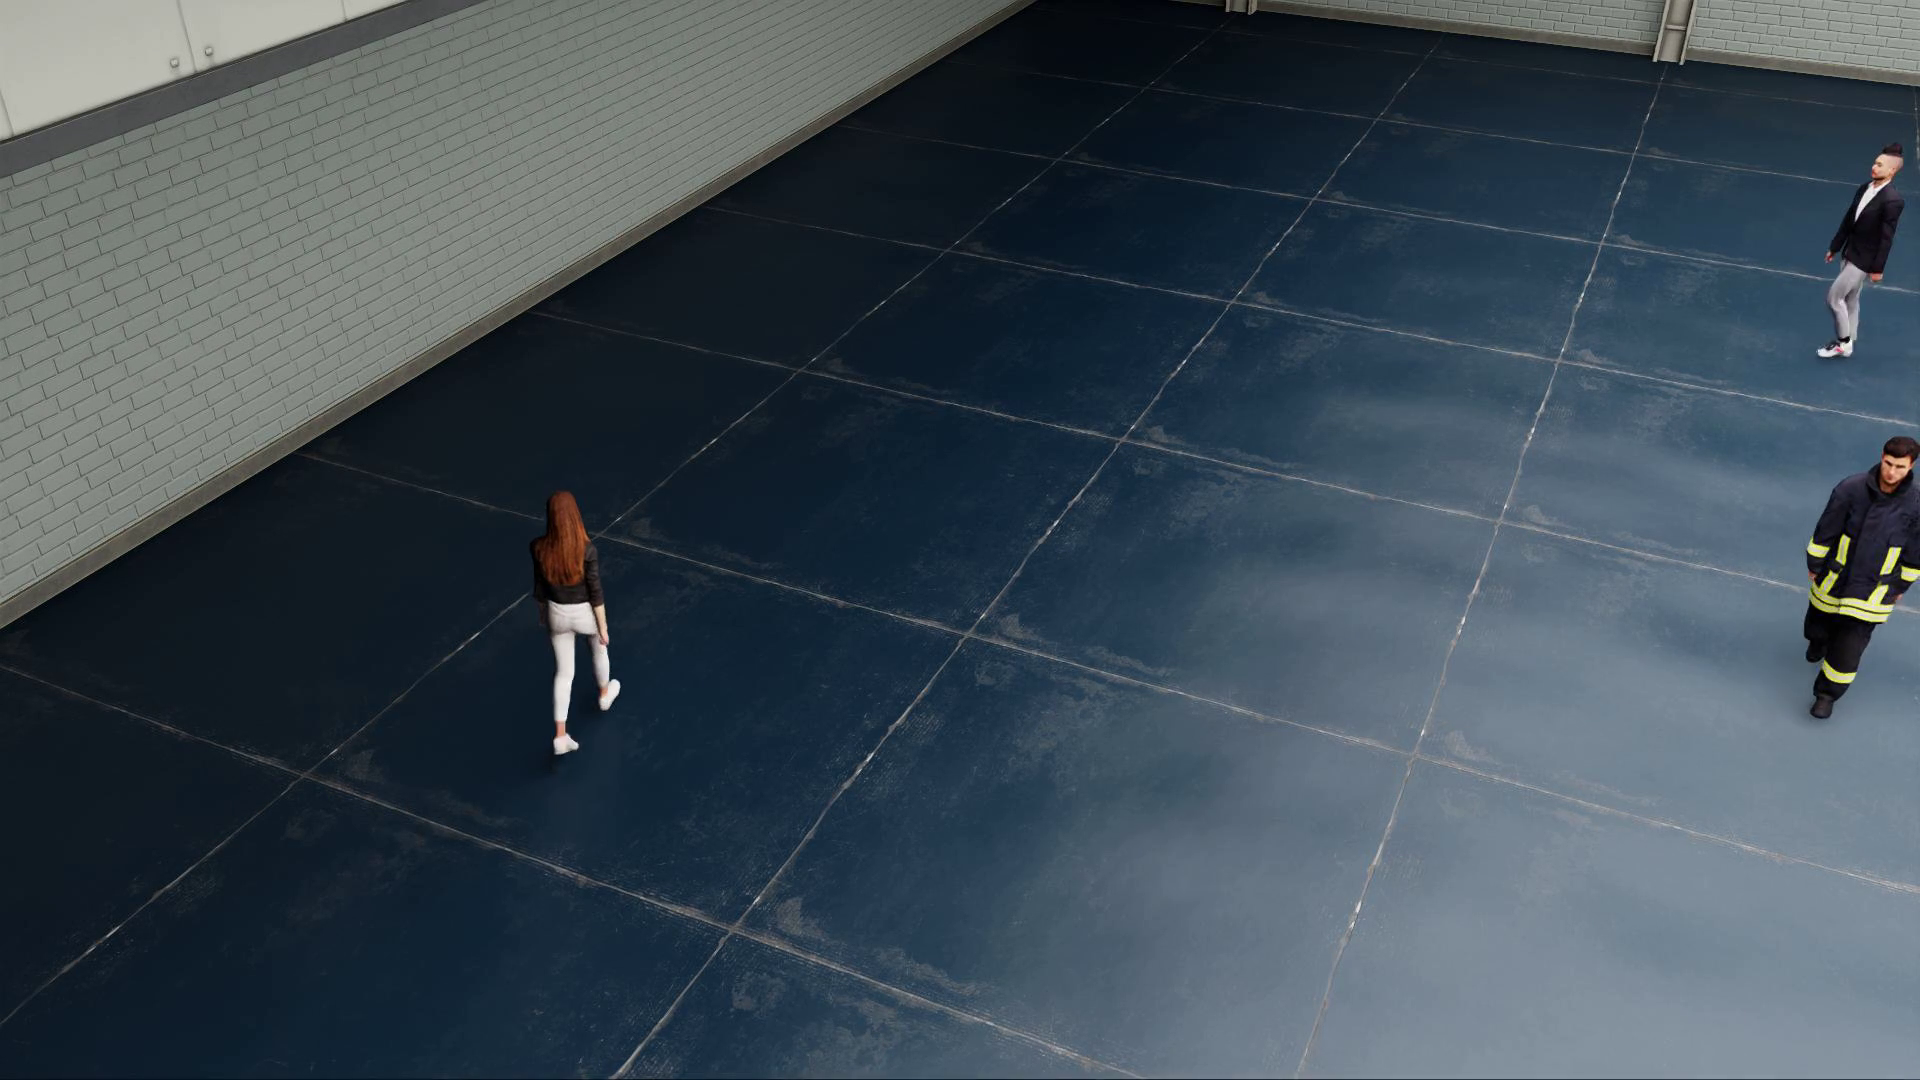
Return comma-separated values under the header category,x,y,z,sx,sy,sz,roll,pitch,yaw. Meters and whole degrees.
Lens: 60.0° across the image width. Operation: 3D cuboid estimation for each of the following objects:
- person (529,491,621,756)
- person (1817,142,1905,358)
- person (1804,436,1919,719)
category,x,y,z,sx,sy,sz,roll,pitch,yaw
person,-2.317,0.507,9.842,1.104,1.675,0.891,4,32,6
person,7.844,-2.457,14.295,0.821,1.936,0.825,1,32,1
person,5.510,0.169,10.157,0.971,1.910,0.925,19,37,27
